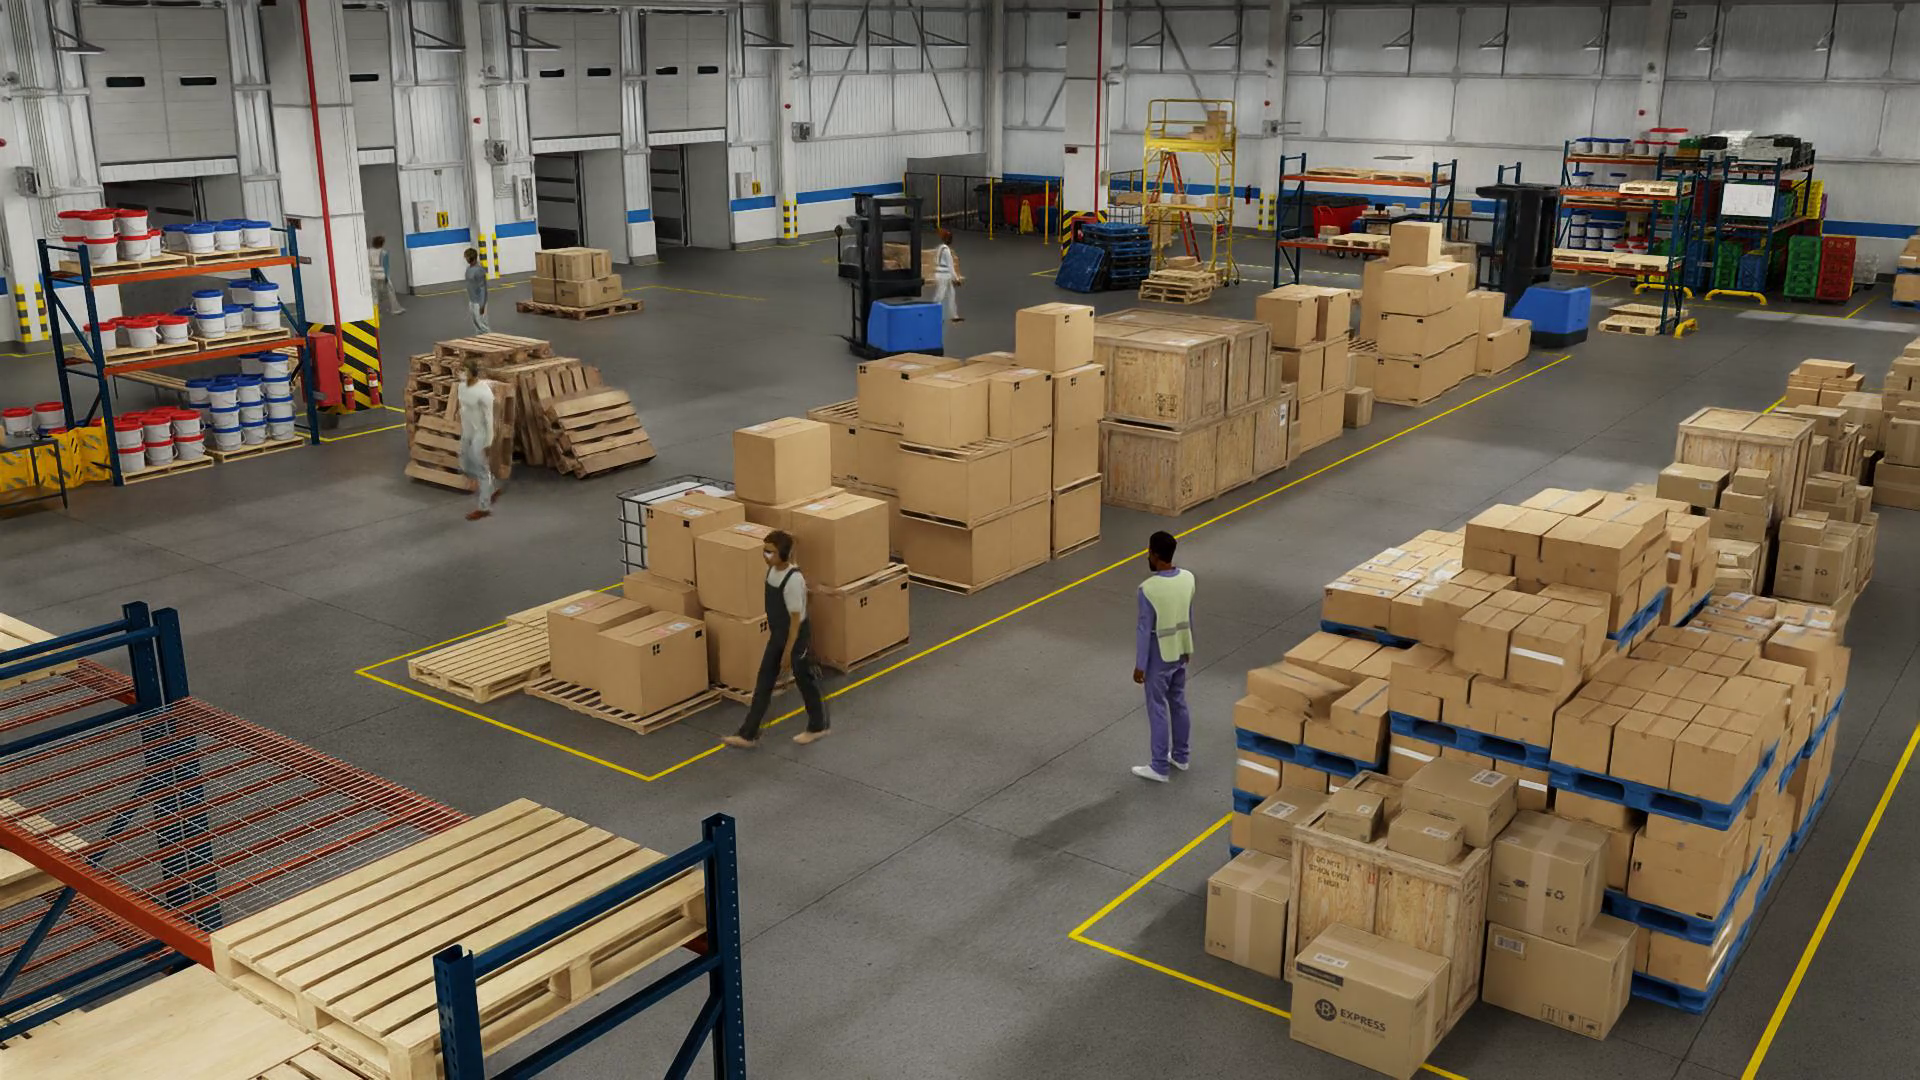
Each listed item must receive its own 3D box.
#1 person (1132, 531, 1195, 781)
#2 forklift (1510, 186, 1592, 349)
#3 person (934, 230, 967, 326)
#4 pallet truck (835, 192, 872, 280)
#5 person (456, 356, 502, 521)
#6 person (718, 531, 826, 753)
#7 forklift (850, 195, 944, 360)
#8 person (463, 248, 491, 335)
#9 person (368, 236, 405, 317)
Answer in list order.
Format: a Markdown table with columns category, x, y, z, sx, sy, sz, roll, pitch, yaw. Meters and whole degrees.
| category | x | y | z | sx | sy | sz | roll | pitch | yaw |
| --- | --- | --- | --- | --- | --- | --- | --- | --- | --- |
| person | 1.558 | 0.867 | 12.580 | 0.407 | 1.905 | 0.608 | 15 | 22 | 41 |
| forklift | 10.523 | -5.030 | 30.430 | 1.129 | 2.768 | 1.873 | -16 | 23 | -42 |
| person | -0.259 | -5.101 | 32.394 | 0.776 | 1.851 | 0.630 | -1 | 17 | -4 |
| pallet truck | -1.936 | -7.159 | 38.982 | 1.885 | 1.965 | 0.823 | -12 | 21 | -34 |
| person | -5.617 | -1.180 | 19.298 | 0.649 | 1.929 | 0.443 | 16 | 23 | 42 |
| person | -1.441 | 0.811 | 12.925 | 0.936 | 1.798 | 0.540 | -12 | 20 | -34 |
| forklift | -1.094 | -4.530 | 28.773 | 1.129 | 2.768 | 1.873 | -7 | 18 | -22 |
| person | -8.450 | -4.146 | 29.112 | 0.379 | 1.937 | 0.629 | -11 | 20 | -33 |
| person | -11.630 | -5.316 | 33.548 | 0.521 | 1.607 | 0.794 | 6 | 18 | 19 |
